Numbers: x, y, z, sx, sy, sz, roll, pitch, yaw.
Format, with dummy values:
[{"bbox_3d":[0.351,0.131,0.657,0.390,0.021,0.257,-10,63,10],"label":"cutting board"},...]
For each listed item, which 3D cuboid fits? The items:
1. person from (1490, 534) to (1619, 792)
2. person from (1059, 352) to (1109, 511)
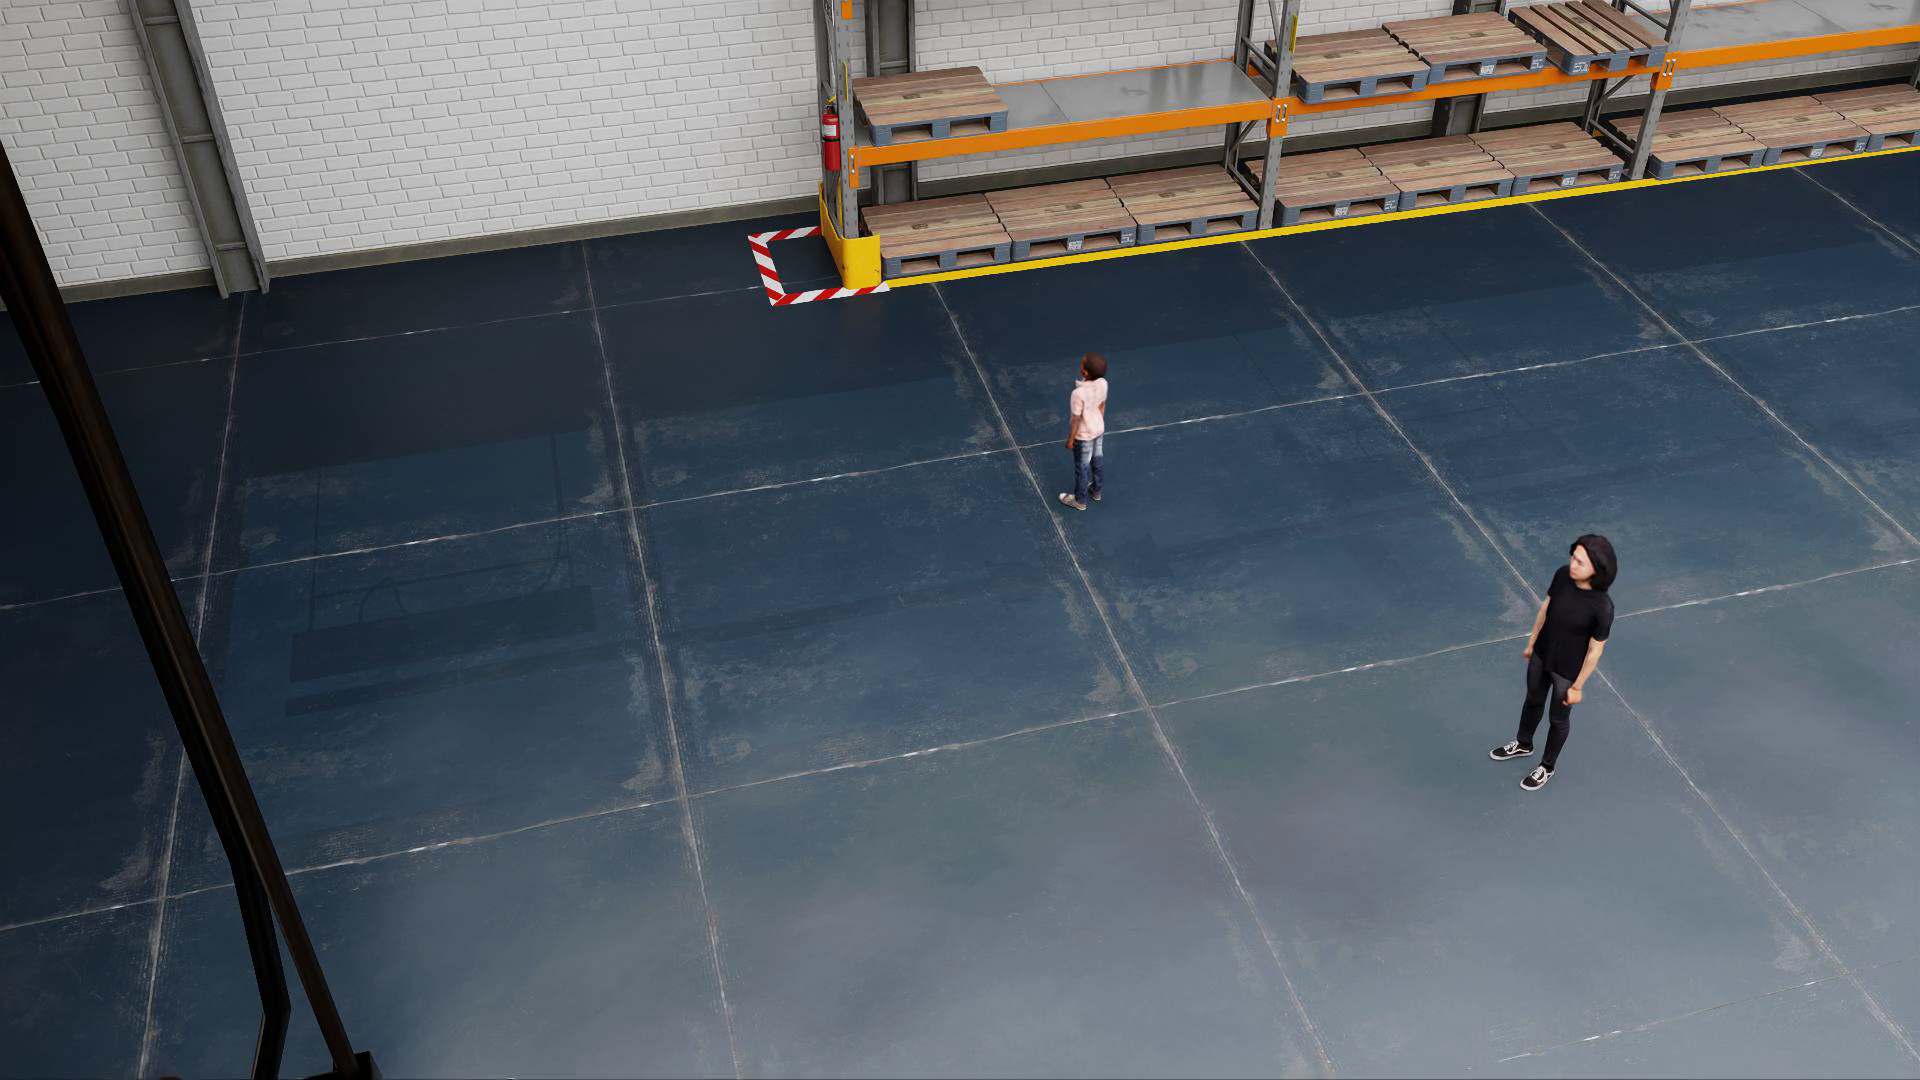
[{"bbox_3d":[3.544,0.690,9.779,0.588,1.836,0.666,-16,41,-19],"label":"person"},{"bbox_3d":[0.933,-0.800,12.069,0.553,1.306,0.645,-30,47,-32],"label":"person"}]
